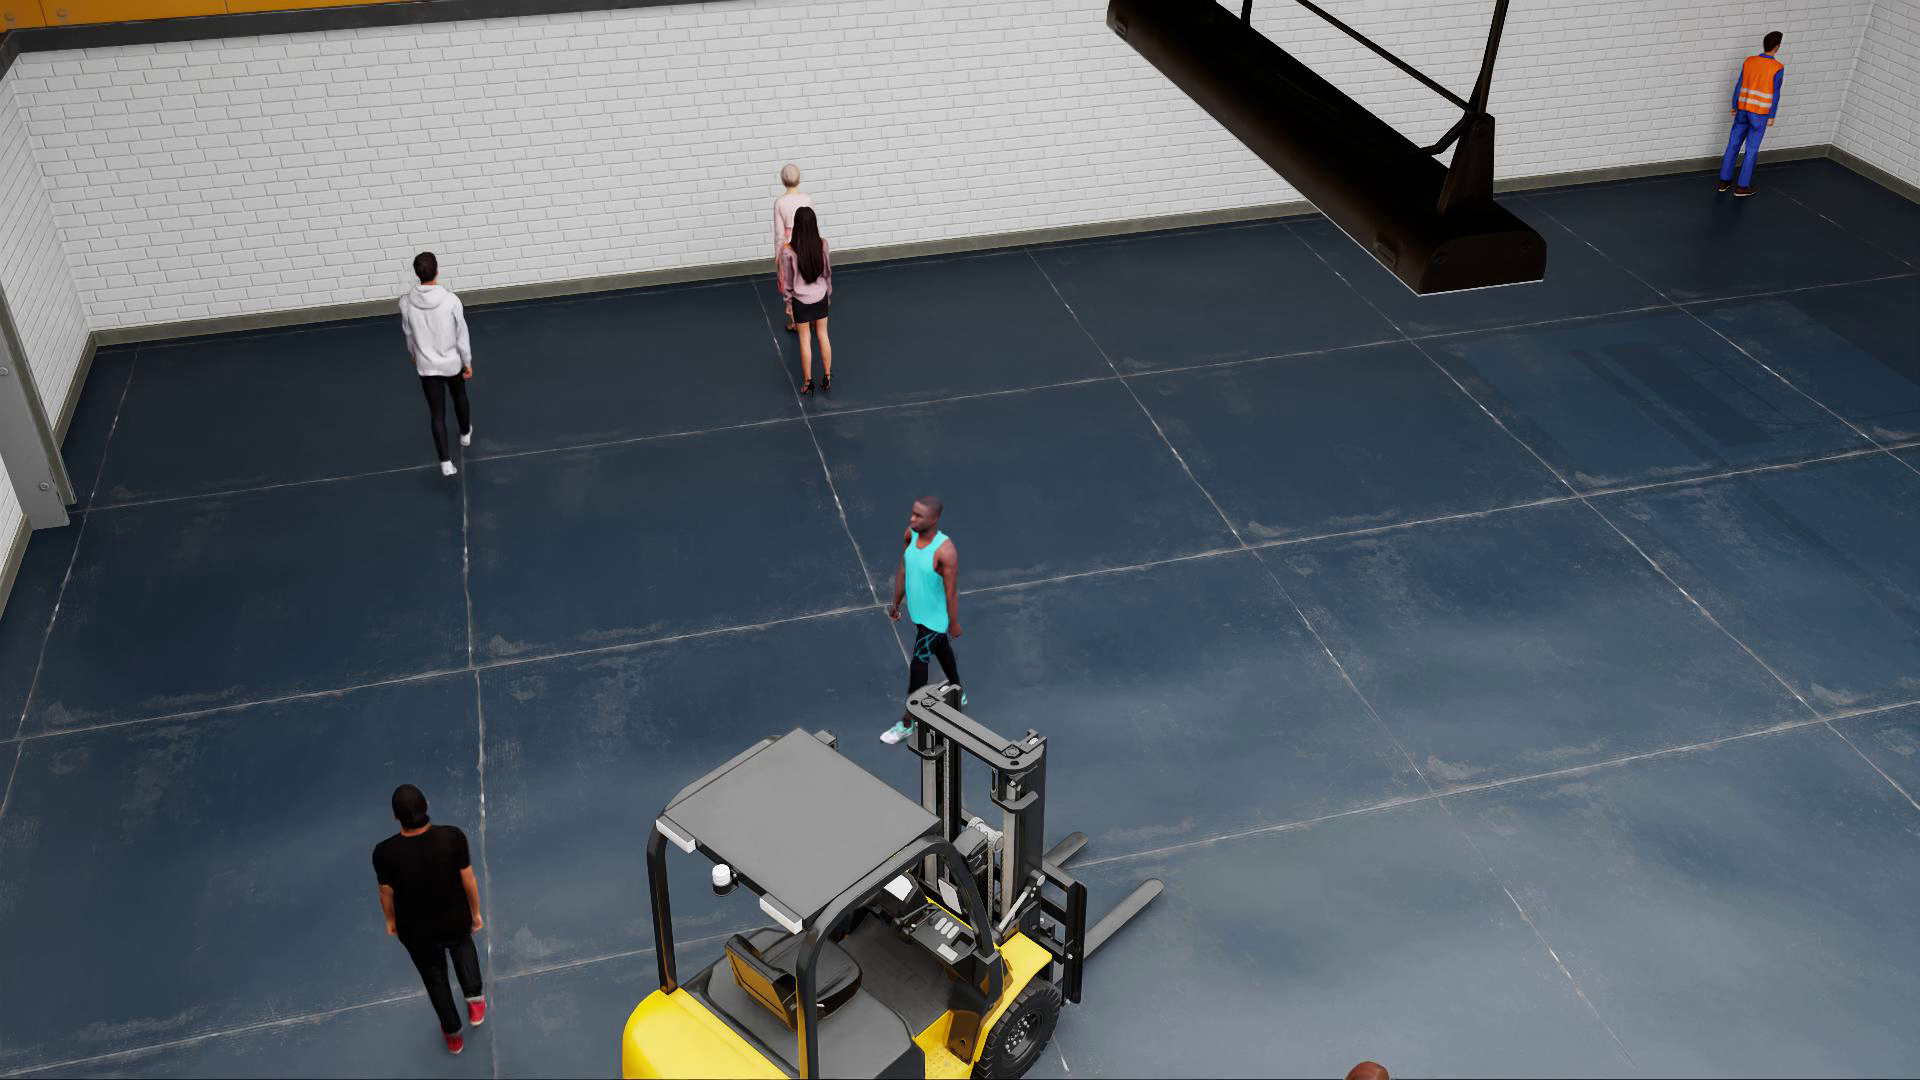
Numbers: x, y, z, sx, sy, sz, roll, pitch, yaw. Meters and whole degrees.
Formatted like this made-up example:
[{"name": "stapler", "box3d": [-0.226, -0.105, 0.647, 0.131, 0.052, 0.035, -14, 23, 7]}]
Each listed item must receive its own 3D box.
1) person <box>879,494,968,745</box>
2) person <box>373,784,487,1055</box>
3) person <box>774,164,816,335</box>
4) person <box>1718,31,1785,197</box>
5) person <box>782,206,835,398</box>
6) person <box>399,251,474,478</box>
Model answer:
[{"name": "person", "box3d": [-0.112, 0.462, 11.027, 0.923, 1.780, 1.026, -22, 40, -30]}, {"name": "person", "box3d": [-2.728, 2.035, 8.692, 0.701, 1.744, 0.696, -17, 37, -24]}, {"name": "person", "box3d": [-1.564, -2.793, 15.999, 0.617, 1.697, 0.599, -13, 36, -19]}, {"name": "person", "box3d": [9.051, -4.875, 18.980, 0.830, 1.864, 0.675, -21, 39, -28]}, {"name": "person", "box3d": [-1.341, -2.130, 14.897, 0.649, 1.811, 0.574, -14, 36, -20]}, {"name": "person", "box3d": [-4.314, -1.415, 13.753, 0.683, 1.888, 1.241, -7, 34, -11]}]
